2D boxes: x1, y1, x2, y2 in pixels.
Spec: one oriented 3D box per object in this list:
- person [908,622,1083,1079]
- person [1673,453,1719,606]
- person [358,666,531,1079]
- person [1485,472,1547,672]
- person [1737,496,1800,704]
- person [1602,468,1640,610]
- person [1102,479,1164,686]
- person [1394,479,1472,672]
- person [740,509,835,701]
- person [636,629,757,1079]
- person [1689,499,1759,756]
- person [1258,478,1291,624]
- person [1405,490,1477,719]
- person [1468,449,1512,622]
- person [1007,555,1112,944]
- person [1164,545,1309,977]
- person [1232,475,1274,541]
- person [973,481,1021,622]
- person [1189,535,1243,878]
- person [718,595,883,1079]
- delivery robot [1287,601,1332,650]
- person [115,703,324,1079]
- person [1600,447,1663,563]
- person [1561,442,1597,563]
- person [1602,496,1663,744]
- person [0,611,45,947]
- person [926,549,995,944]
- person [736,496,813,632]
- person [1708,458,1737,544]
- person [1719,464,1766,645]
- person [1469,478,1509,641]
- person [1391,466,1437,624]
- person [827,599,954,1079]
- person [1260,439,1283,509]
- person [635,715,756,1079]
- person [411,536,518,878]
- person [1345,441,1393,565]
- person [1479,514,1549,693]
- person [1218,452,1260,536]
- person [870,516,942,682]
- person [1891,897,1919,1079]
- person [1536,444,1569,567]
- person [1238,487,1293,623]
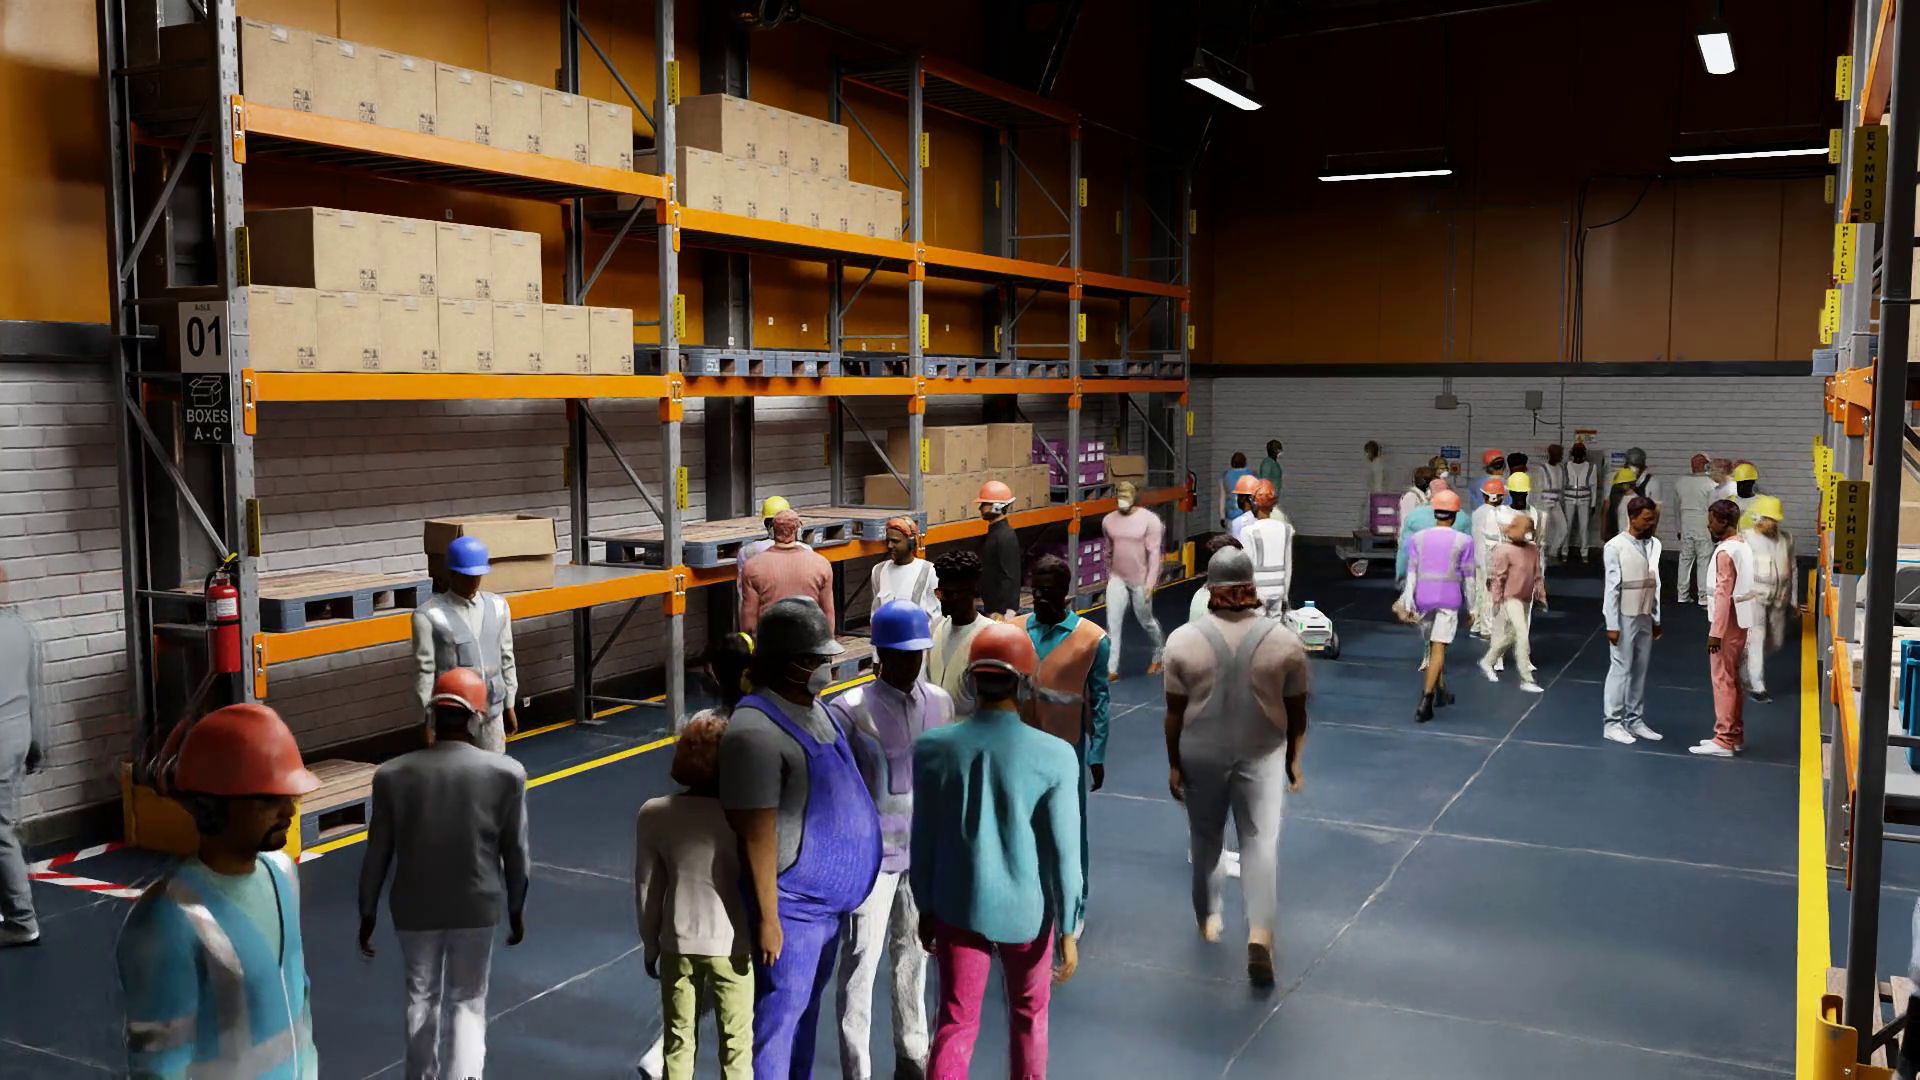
[{"bbox_3d":[0.099,1.260,5.628,0.626,1.958,0.957,1,5,14],"label":"person"},{"bbox_3d":[9.229,-0.129,20.759,0.408,1.913,0.643,-3,6,-29],"label":"person"},{"bbox_3d":[-1.881,1.336,6.057,0.616,1.714,0.678,-1,5,-9],"label":"person"},{"bbox_3d":[5.346,0.306,15.981,0.594,1.926,0.368,0,5,-3],"label":"person"},{"bbox_3d":[7.025,0.498,14.603,0.588,1.801,0.733,-1,5,-7],"label":"person"},{"bbox_3d":[8.169,-0.003,20.242,0.699,1.745,0.573,0,5,5],"label":"person"},{"bbox_3d":[1.617,0.372,15.453,0.625,1.905,0.964,3,6,31],"label":"person"},{"bbox_3d":[4.605,0.333,16.135,0.708,1.853,0.994,0,5,4],"label":"person"},{"bbox_3d":[-1.188,0.740,11.430,0.645,1.907,0.400,-1,5,-12],"label":"person"},{"bbox_3d":[-0.852,1.255,6.168,0.583,1.853,0.531,-4,6,-34],"label":"person"},{"bbox_3d":[5.735,0.651,12.410,0.399,1.908,0.599,4,6,34],"label":"person"},{"bbox_3d":[3.435,0.159,18.632,0.738,1.725,0.562,-3,6,-26],"label":"person"},{"bbox_3d":[3.988,0.527,13.873,0.556,1.888,0.995,3,6,33],"label":"person"},{"bbox_3d":[6.256,-0.052,19.407,0.638,2.009,0.482,4,7,36],"label":"person"},{"bbox_3d":[0.461,1.027,8.276,0.587,1.920,0.395,3,6,28],"label":"person"},{"bbox_3d":[1.311,0.999,7.922,0.683,2.000,0.957,1,5,7],"label":"person"},{"bbox_3d":[2.622,0.377,15.156,0.542,1.939,0.361,-5,7,-44],"label":"person"},{"bbox_3d":[0.295,0.524,13.277,0.378,1.996,0.611,0,5,-5],"label":"person"},{"bbox_3d":[1.447,0.924,9.381,0.391,1.920,0.593,0,5,-5],"label":"person"},{"bbox_3d":[-0.538,1.198,5.790,0.539,2.000,0.688,1,5,11],"label":"person"},{"bbox_3d":[3.535,0.859,16.839,0.477,0.478,0.707,0,5,1],"label":"delivery robot"},{"bbox_3d":[-1.632,1.383,3.831,0.421,2.032,0.633,0,5,2],"label":"person"},{"bbox_3d":[8.265,-0.170,20.509,0.712,2.000,0.686,4,7,37],"label":"person"},{"bbox_3d":[9.551,-0.573,25.747,0.574,1.876,0.355,2,6,21],"label":"person"},{"bbox_3d":[5.186,0.608,12.854,0.597,1.909,0.405,-3,6,-32],"label":"person"},{"bbox_3d":[-4.840,1.052,8.127,0.705,1.887,0.690,0,5,2],"label":"person"},{"bbox_3d":[0.027,1.015,8.230,0.385,1.957,0.602,-5,7,-41],"label":"person"},{"bbox_3d":[-1.377,0.634,12.457,0.591,1.926,0.387,-1,5,-10],"label":"person"},{"bbox_3d":[9.127,-0.033,19.836,0.399,1.896,0.655,3,6,30],"label":"person"},{"bbox_3d":[8.320,0.151,17.654,0.375,1.925,0.595,-4,7,-36],"label":"person"},{"bbox_3d":[5.725,0.209,17.950,0.343,1.749,0.573,-1,5,-5],"label":"person"},{"bbox_3d":[5.270,0.071,19.047,0.435,1.829,0.641,4,6,34],"label":"person"},{"bbox_3d":[-0.249,1.190,6.357,0.602,1.949,0.391,-4,7,-39],"label":"person"},{"bbox_3d":[4.712,-0.558,25.219,0.355,1.937,0.634,2,6,21],"label":"person"},{"bbox_3d":[-0.853,1.410,5.677,0.507,1.632,0.276,1,5,12],"label":"person"},{"bbox_3d":[-2.712,0.937,9.174,0.421,1.936,0.613,5,7,42],"label":"person"},{"bbox_3d":[6.233,-0.559,25.395,0.849,1.897,0.659,2,6,18],"label":"person"},{"bbox_3d":[5.027,0.547,15.122,0.494,1.602,0.776,-3,6,-33],"label":"person"},{"bbox_3d":[4.025,-0.360,23.921,0.620,1.795,0.965,1,5,15],"label":"person"},{"bbox_3d":[-0.373,0.778,11.194,0.566,1.880,0.358,3,6,32],"label":"person"},{"bbox_3d":[2.852,1.494,4.597,0.598,1.673,0.530,-1,5,-15],"label":"person"},{"bbox_3d":[8.926,-0.507,25.037,0.613,1.865,0.554,-3,6,-31],"label":"person"},{"bbox_3d":[2.613,0.489,14.351,0.610,1.878,0.472,-3,6,-33],"label":"person"}]
